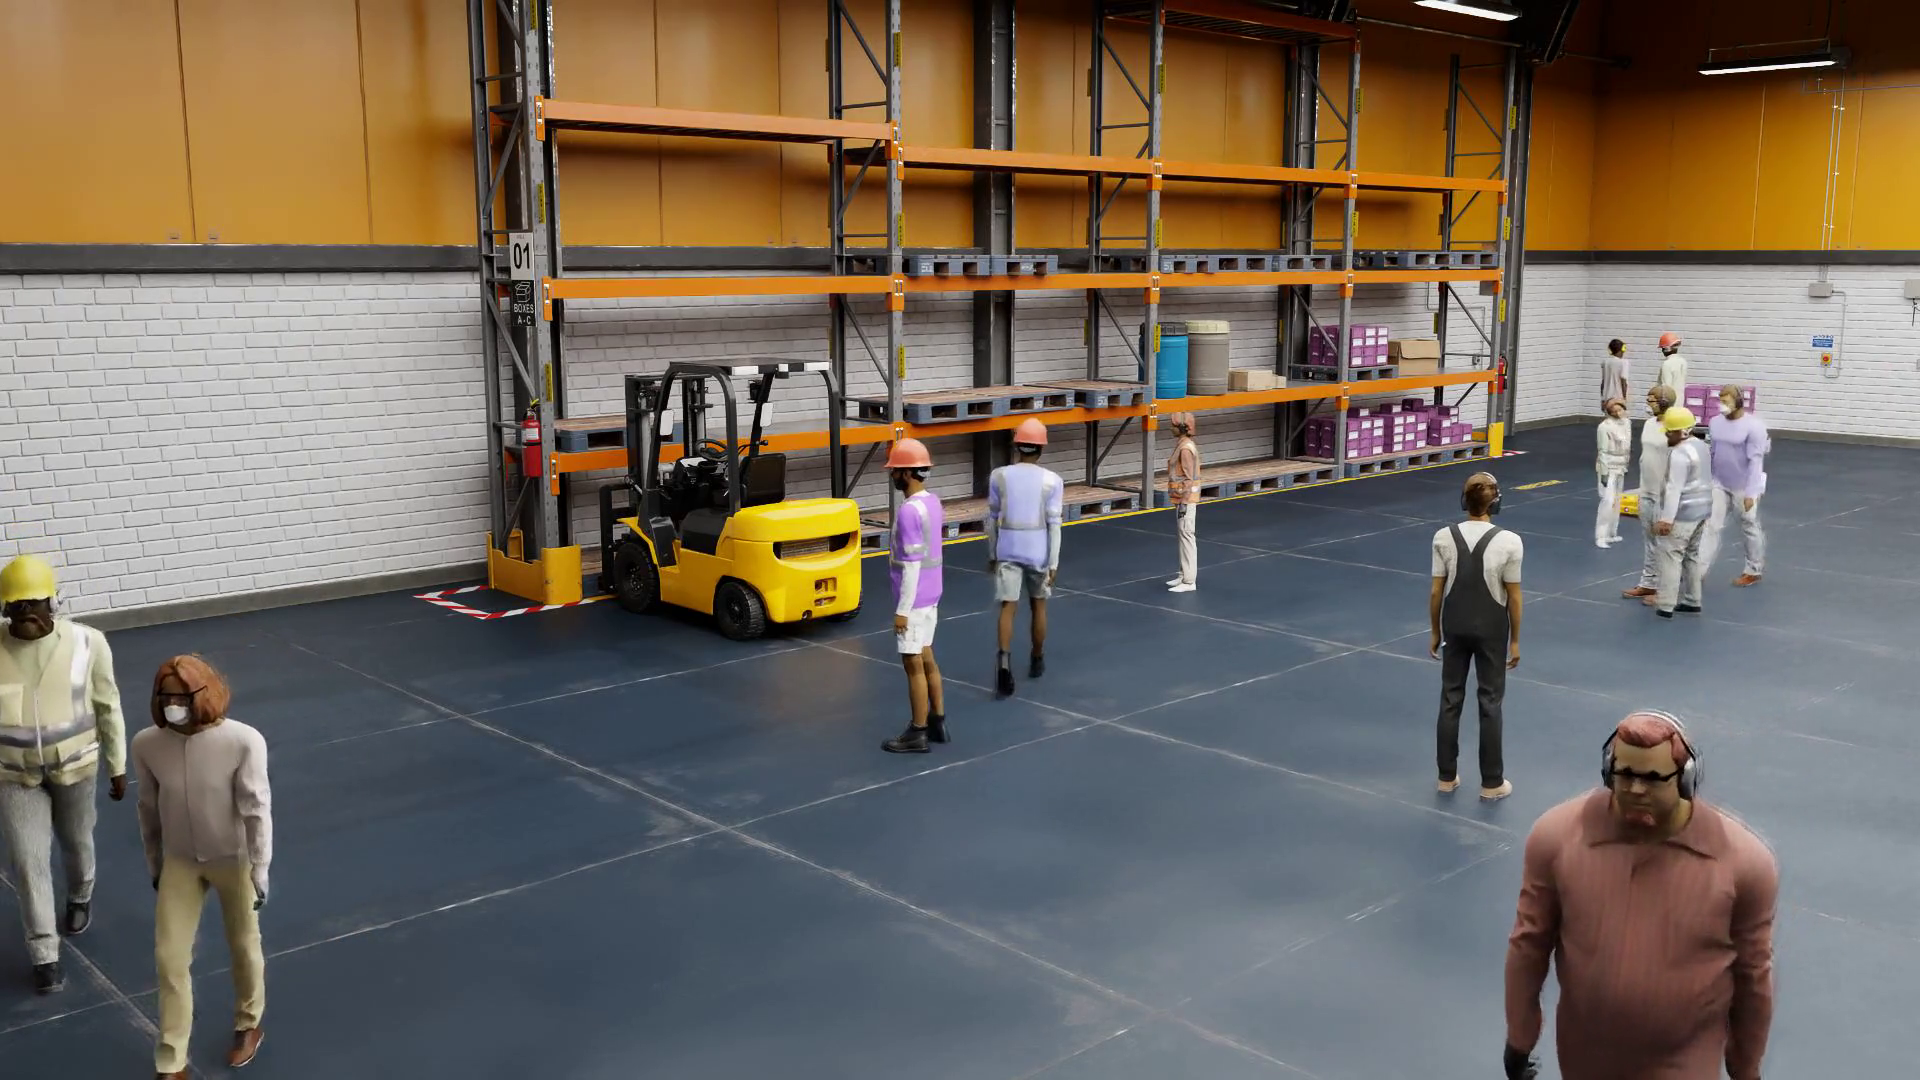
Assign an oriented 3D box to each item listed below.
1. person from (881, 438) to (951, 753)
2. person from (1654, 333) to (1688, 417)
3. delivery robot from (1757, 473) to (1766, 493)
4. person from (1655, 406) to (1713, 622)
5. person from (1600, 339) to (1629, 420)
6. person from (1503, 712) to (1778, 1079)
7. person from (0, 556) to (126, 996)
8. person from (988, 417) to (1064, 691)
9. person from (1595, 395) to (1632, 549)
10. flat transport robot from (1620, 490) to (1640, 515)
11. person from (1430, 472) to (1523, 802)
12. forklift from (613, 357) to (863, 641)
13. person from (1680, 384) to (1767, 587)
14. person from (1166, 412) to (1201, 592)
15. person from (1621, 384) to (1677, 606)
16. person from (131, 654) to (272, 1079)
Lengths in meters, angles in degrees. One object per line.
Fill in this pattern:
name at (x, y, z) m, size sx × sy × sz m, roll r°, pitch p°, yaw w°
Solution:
person at (-0.267, 0.351, 10.169) m, size 0.448 × 1.940 × 0.564 m, roll 2°, pitch 10°, yaw 14°
person at (9.734, -1.848, 22.863) m, size 0.608 × 1.985 × 0.395 m, roll -9°, pitch 13°, yaw -43°
delivery robot at (9.381, -0.708, 20.094) m, size 0.707 × 0.478 × 0.477 m, roll -4°, pitch 10°, yaw -23°
person at (6.045, -0.223, 13.892) m, size 0.446 × 1.806 × 0.623 m, roll 9°, pitch 13°, yaw 43°
person at (9.582, -2.004, 24.264) m, size 0.425 × 1.831 × 0.724 m, roll -3°, pitch 10°, yaw -18°
person at (1.863, 1.343, 4.584) m, size 0.662 × 1.860 × 0.946 m, roll 7°, pitch 12°, yaw 34°
person at (-3.914, 0.933, 7.136) m, size 0.602 × 1.799 × 0.902 m, roll -5°, pitch 11°, yaw -28°
person at (0.448, 0.099, 11.706) m, size 0.543 × 1.911 × 0.883 m, roll 1°, pitch 10°, yaw 8°
person at (6.854, -0.720, 17.367) m, size 0.713 × 1.606 × 0.321 m, roll -8°, pitch 13°, yaw -41°
flat transport robot at (8.319, -0.474, 19.827) m, size 1.431 × 0.197 × 0.652 m, roll -8°, pitch 13°, yaw -39°
person at (2.877, 0.539, 9.295) m, size 0.505 × 1.847 × 0.348 m, roll 6°, pitch 12°, yaw 33°
forklift at (-1.847, -0.414, 13.852) m, size 1.214 × 2.155 × 2.313 m, roll -9°, pitch 13°, yaw -42°
person at (6.974, -0.469, 15.092) m, size 1.013 × 1.879 × 0.660 m, roll -4°, pitch 11°, yaw -24°
person at (2.023, -0.344, 15.067) m, size 0.310 × 1.638 × 0.523 m, roll 1°, pitch 10°, yaw 5°
person at (6.101, -0.393, 14.487) m, size 0.374 × 1.936 × 0.628 m, roll -1°, pitch 10°, yaw -6°
person at (-2.743, 1.216, 6.010) m, size 0.516 × 1.602 × 0.735 m, roll -1°, pitch 10°, yaw -4°
